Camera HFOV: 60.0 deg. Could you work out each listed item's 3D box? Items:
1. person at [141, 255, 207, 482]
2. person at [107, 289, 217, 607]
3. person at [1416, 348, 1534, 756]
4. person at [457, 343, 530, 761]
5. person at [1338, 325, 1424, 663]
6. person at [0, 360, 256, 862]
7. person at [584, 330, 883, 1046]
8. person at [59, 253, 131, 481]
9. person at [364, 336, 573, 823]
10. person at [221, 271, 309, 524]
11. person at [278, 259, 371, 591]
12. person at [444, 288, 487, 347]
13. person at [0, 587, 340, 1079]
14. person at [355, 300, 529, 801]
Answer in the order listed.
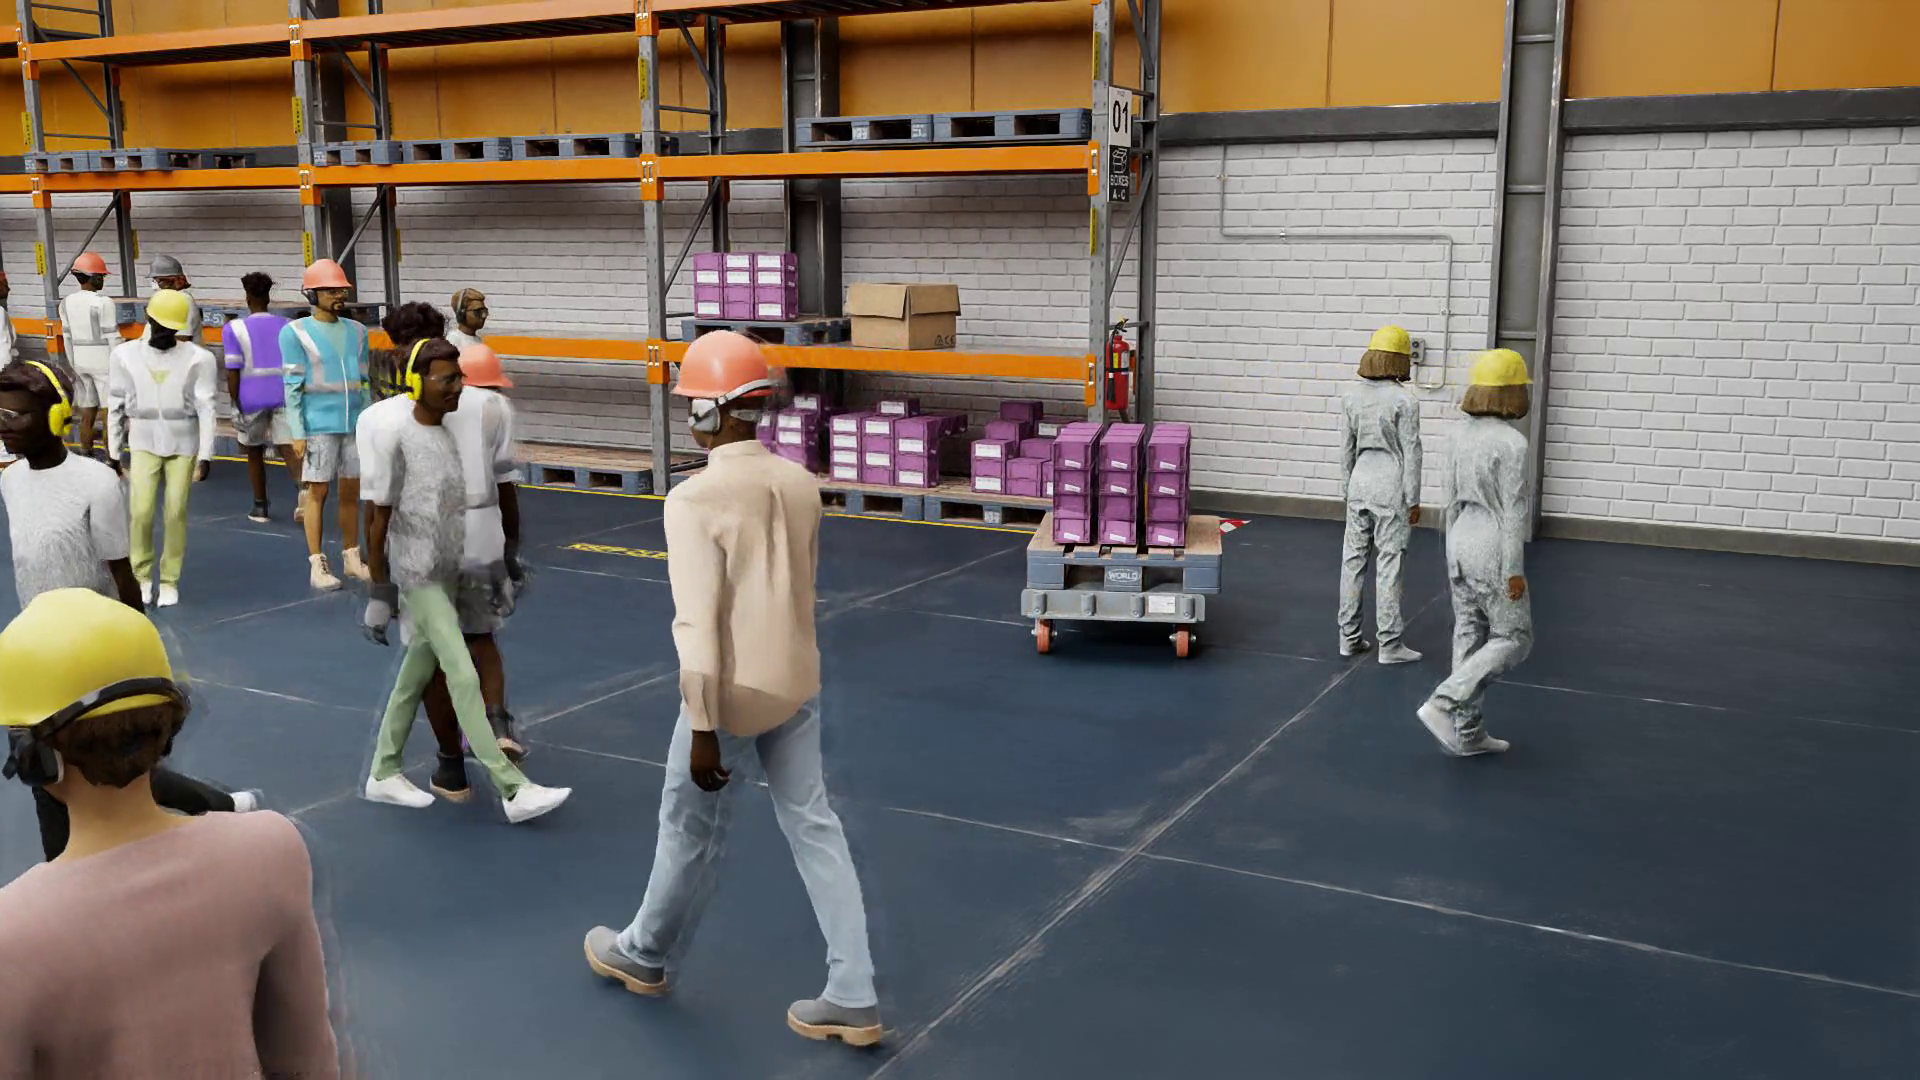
[{"bbox_3d":[-7.027,-1.530,14.862,0.535,2.000,0.683,-4,11,-23],"label":"person"},{"bbox_3d":[-4.692,-0.527,9.804,0.634,1.884,0.488,-4,11,-20],"label":"person"},{"bbox_3d":[2.143,0.075,6.888,0.438,1.729,0.502,-3,11,-17],"label":"person"},{"bbox_3d":[-2.036,0.048,7.002,0.347,1.747,0.572,-6,12,-30],"label":"person"},{"bbox_3d":[2.183,-0.235,8.595,0.304,1.739,0.485,-8,13,-39],"label":"person"},{"bbox_3d":[-2.672,0.335,5.220,0.547,1.844,0.756,4,11,23],"label":"person"},{"bbox_3d":[-0.607,0.396,4.594,1.054,1.933,0.640,7,13,34],"label":"person"},{"bbox_3d":[-7.717,-1.539,14.901,0.608,2.044,0.371,4,11,19],"label":"person"},{"bbox_3d":[-1.898,0.157,6.224,0.961,1.812,0.552,3,11,17],"label":"person"},{"bbox_3d":[-5.216,-1.058,12.605,0.612,1.931,0.839,-8,13,-39],"label":"person"},{"bbox_3d":[-3.905,-0.717,10.386,0.365,2.048,0.607,7,12,32],"label":"person"},{"bbox_3d":[-3.311,-0.773,11.249,0.325,1.843,0.516,1,10,8],"label":"person"},{"bbox_3d":[-1.037,0.930,2.184,0.448,1.750,0.529,6,12,29],"label":"person"},{"bbox_3d":[-1.968,0.060,6.380,0.626,1.947,0.463,-7,12,-34],"label":"person"}]
